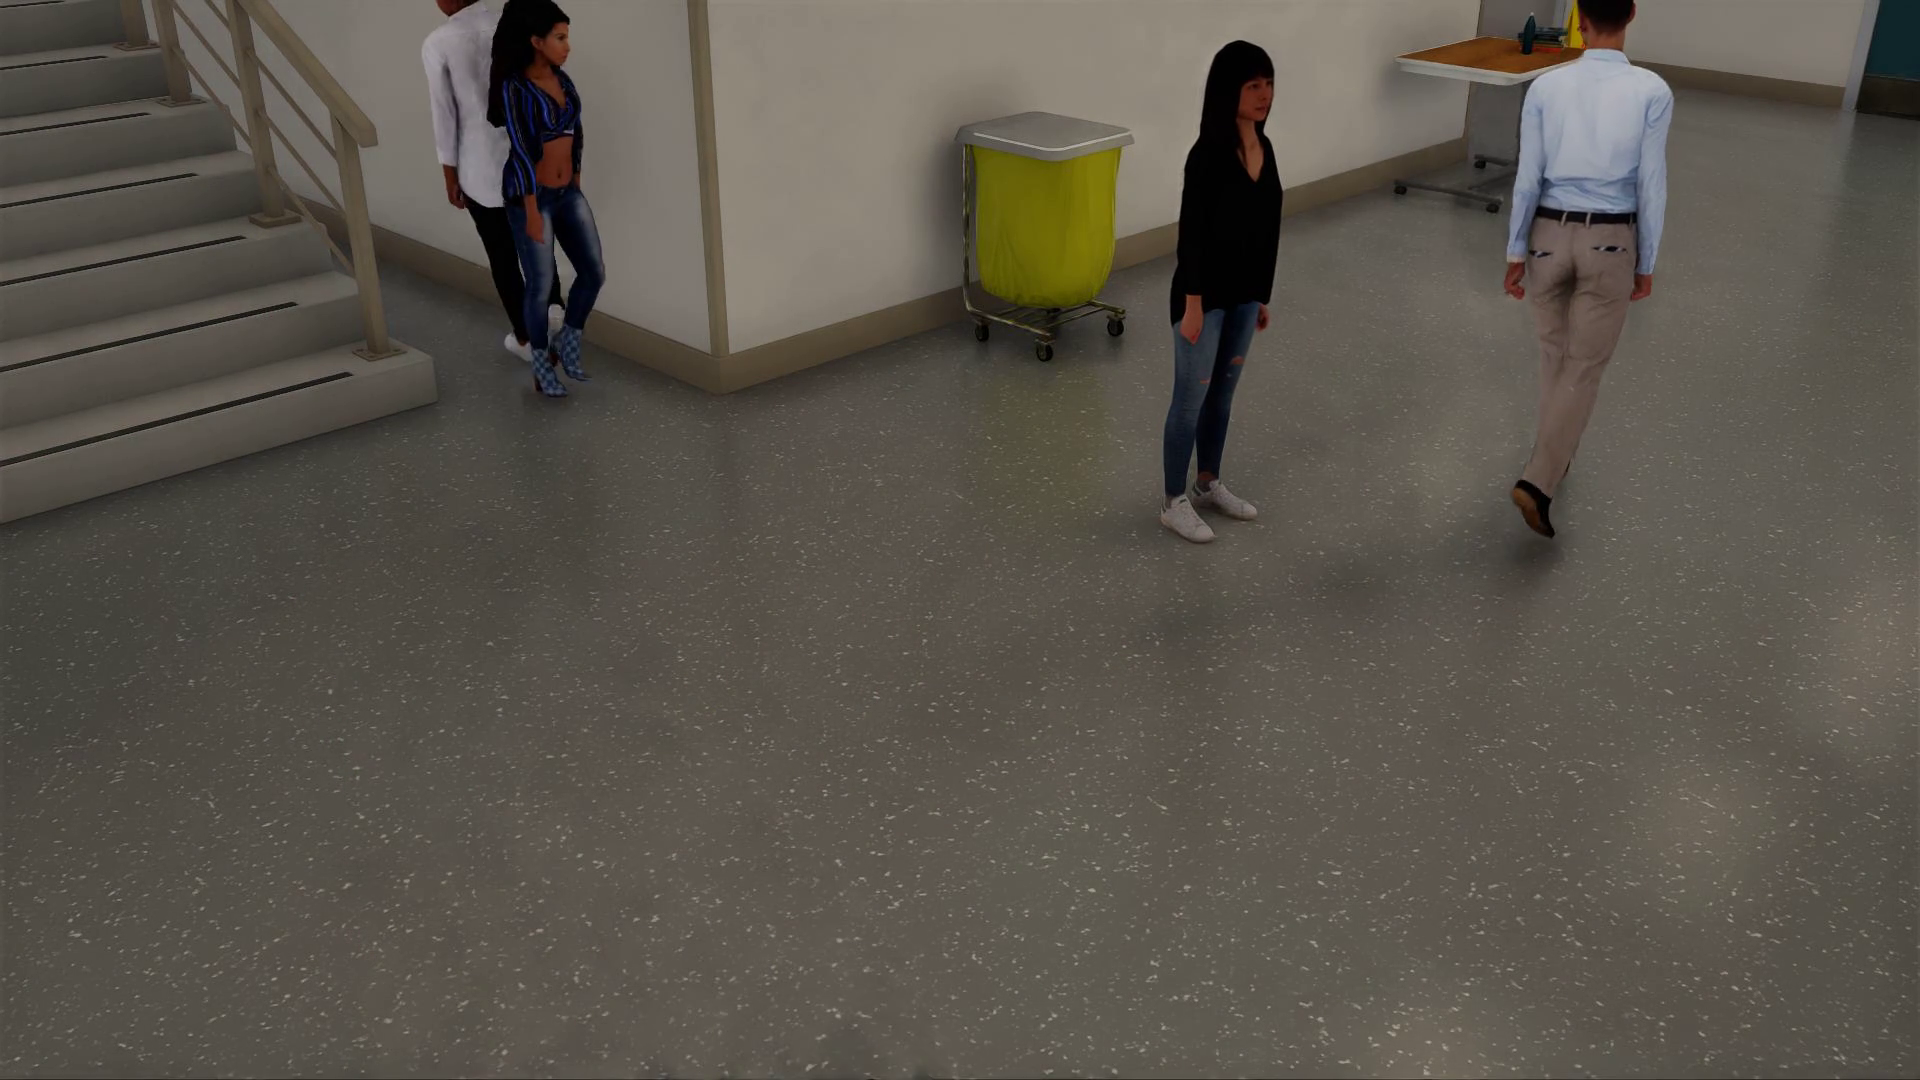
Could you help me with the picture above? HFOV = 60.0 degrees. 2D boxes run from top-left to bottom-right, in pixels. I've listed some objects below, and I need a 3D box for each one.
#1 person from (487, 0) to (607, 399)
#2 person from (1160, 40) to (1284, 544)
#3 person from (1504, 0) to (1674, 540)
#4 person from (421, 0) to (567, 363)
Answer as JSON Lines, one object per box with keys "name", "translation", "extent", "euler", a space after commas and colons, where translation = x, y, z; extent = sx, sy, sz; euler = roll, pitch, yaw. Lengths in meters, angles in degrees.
{"name": "person", "translation": [-1.721, -1.363, 6.708], "extent": [0.670, 1.613, 0.701], "euler": [18, 31, 32]}
{"name": "person", "translation": [0.862, -0.822, 5.548], "extent": [0.554, 1.646, 0.514], "euler": [-22, 33, -38]}
{"name": "person", "translation": [2.056, -0.925, 5.562], "extent": [1.247, 1.818, 0.966], "euler": [16, 30, 30]}
{"name": "person", "translation": [-1.879, -1.542, 6.881], "extent": [0.796, 1.785, 0.968], "euler": [-13, 28, -24]}
